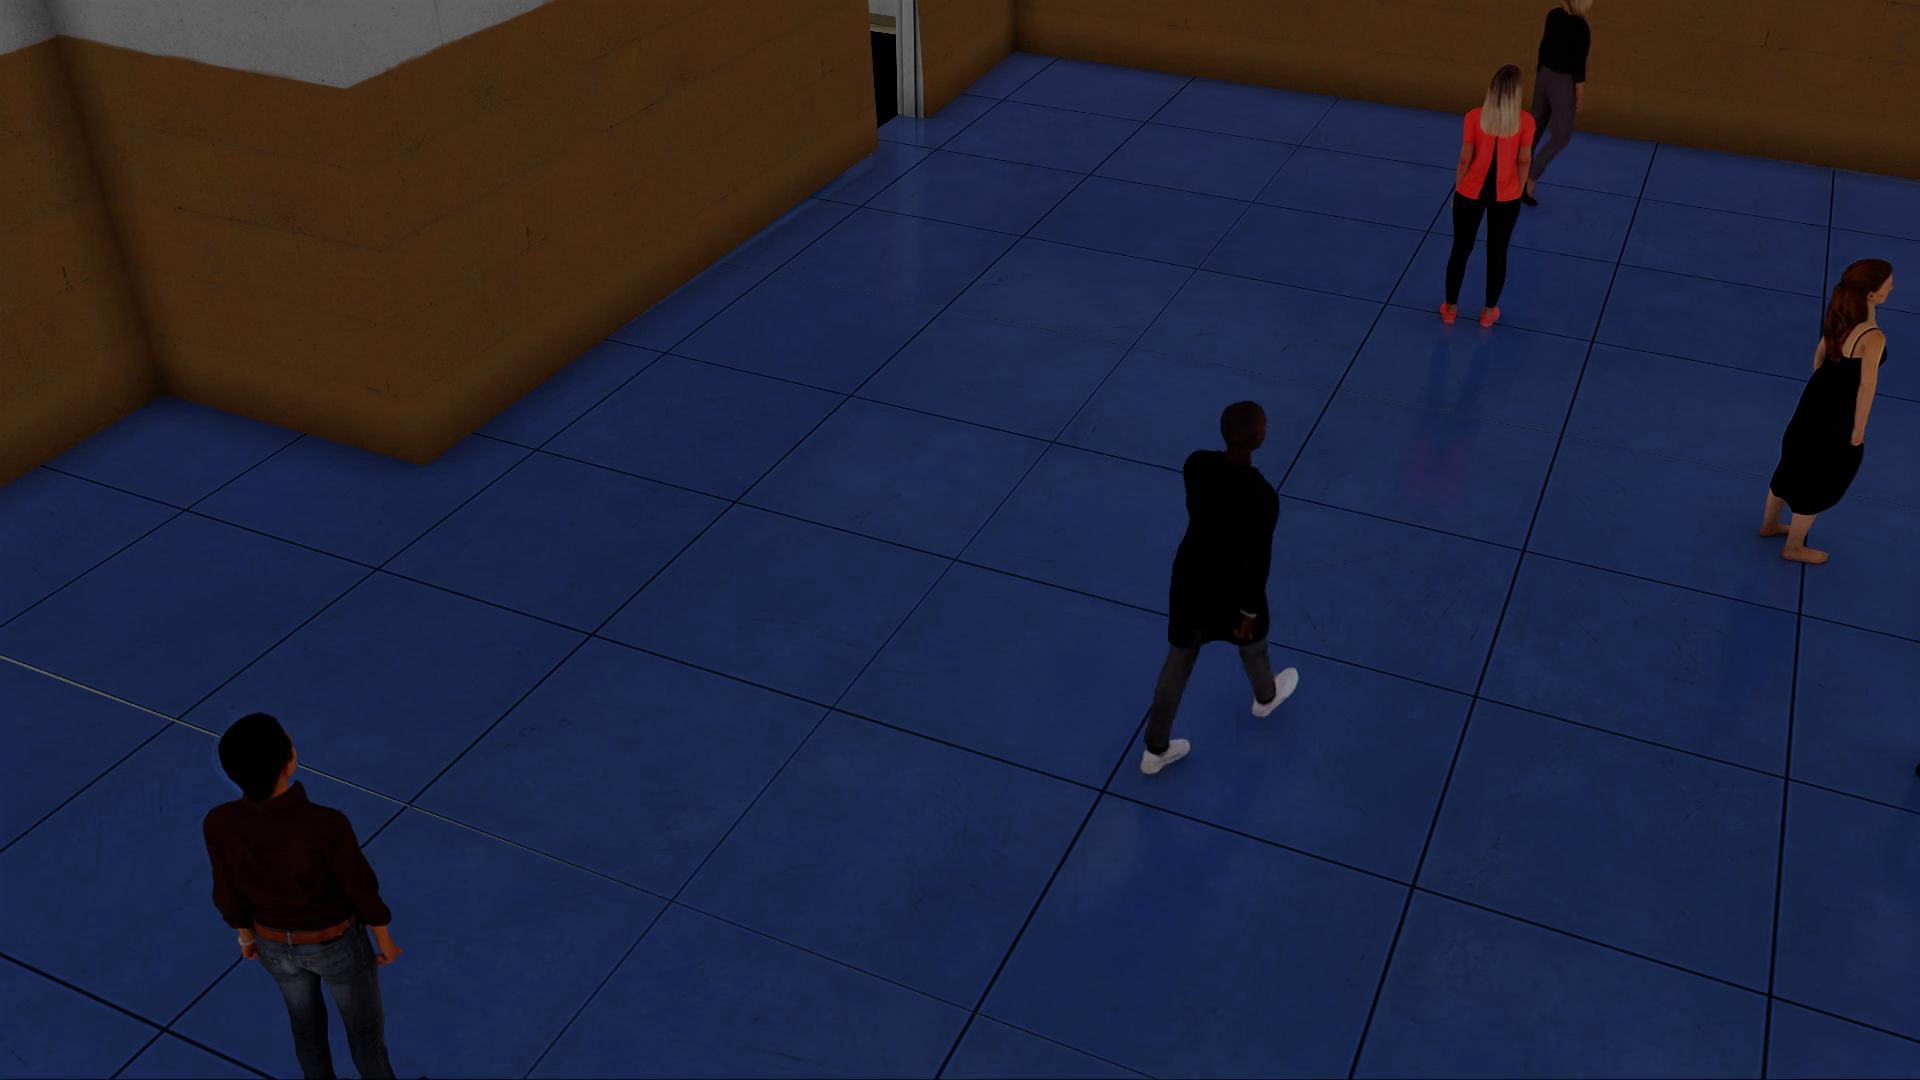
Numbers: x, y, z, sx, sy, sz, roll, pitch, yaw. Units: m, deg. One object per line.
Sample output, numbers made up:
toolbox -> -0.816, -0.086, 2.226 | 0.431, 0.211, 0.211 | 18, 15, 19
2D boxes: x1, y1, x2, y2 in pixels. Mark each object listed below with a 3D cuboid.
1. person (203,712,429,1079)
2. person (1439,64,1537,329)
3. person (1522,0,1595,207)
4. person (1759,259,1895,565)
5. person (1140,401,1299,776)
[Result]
person -> -2.054, 1.273, 5.273 | 0.606, 1.780, 0.780 | 1, 34, 1
person -> 3.335, -2.163, 10.517 | 0.503, 1.693, 0.674 | 11, 35, 15
person -> 4.372, -3.292, 12.240 | 0.808, 1.665, 0.746 | -19, 38, -26
person -> 4.342, -0.652, 8.307 | 0.720, 1.625, 0.682 | -4, 34, -6
person -> 0.996, 0.249, 6.870 | 1.147, 1.716, 0.948 | 28, 43, 35
